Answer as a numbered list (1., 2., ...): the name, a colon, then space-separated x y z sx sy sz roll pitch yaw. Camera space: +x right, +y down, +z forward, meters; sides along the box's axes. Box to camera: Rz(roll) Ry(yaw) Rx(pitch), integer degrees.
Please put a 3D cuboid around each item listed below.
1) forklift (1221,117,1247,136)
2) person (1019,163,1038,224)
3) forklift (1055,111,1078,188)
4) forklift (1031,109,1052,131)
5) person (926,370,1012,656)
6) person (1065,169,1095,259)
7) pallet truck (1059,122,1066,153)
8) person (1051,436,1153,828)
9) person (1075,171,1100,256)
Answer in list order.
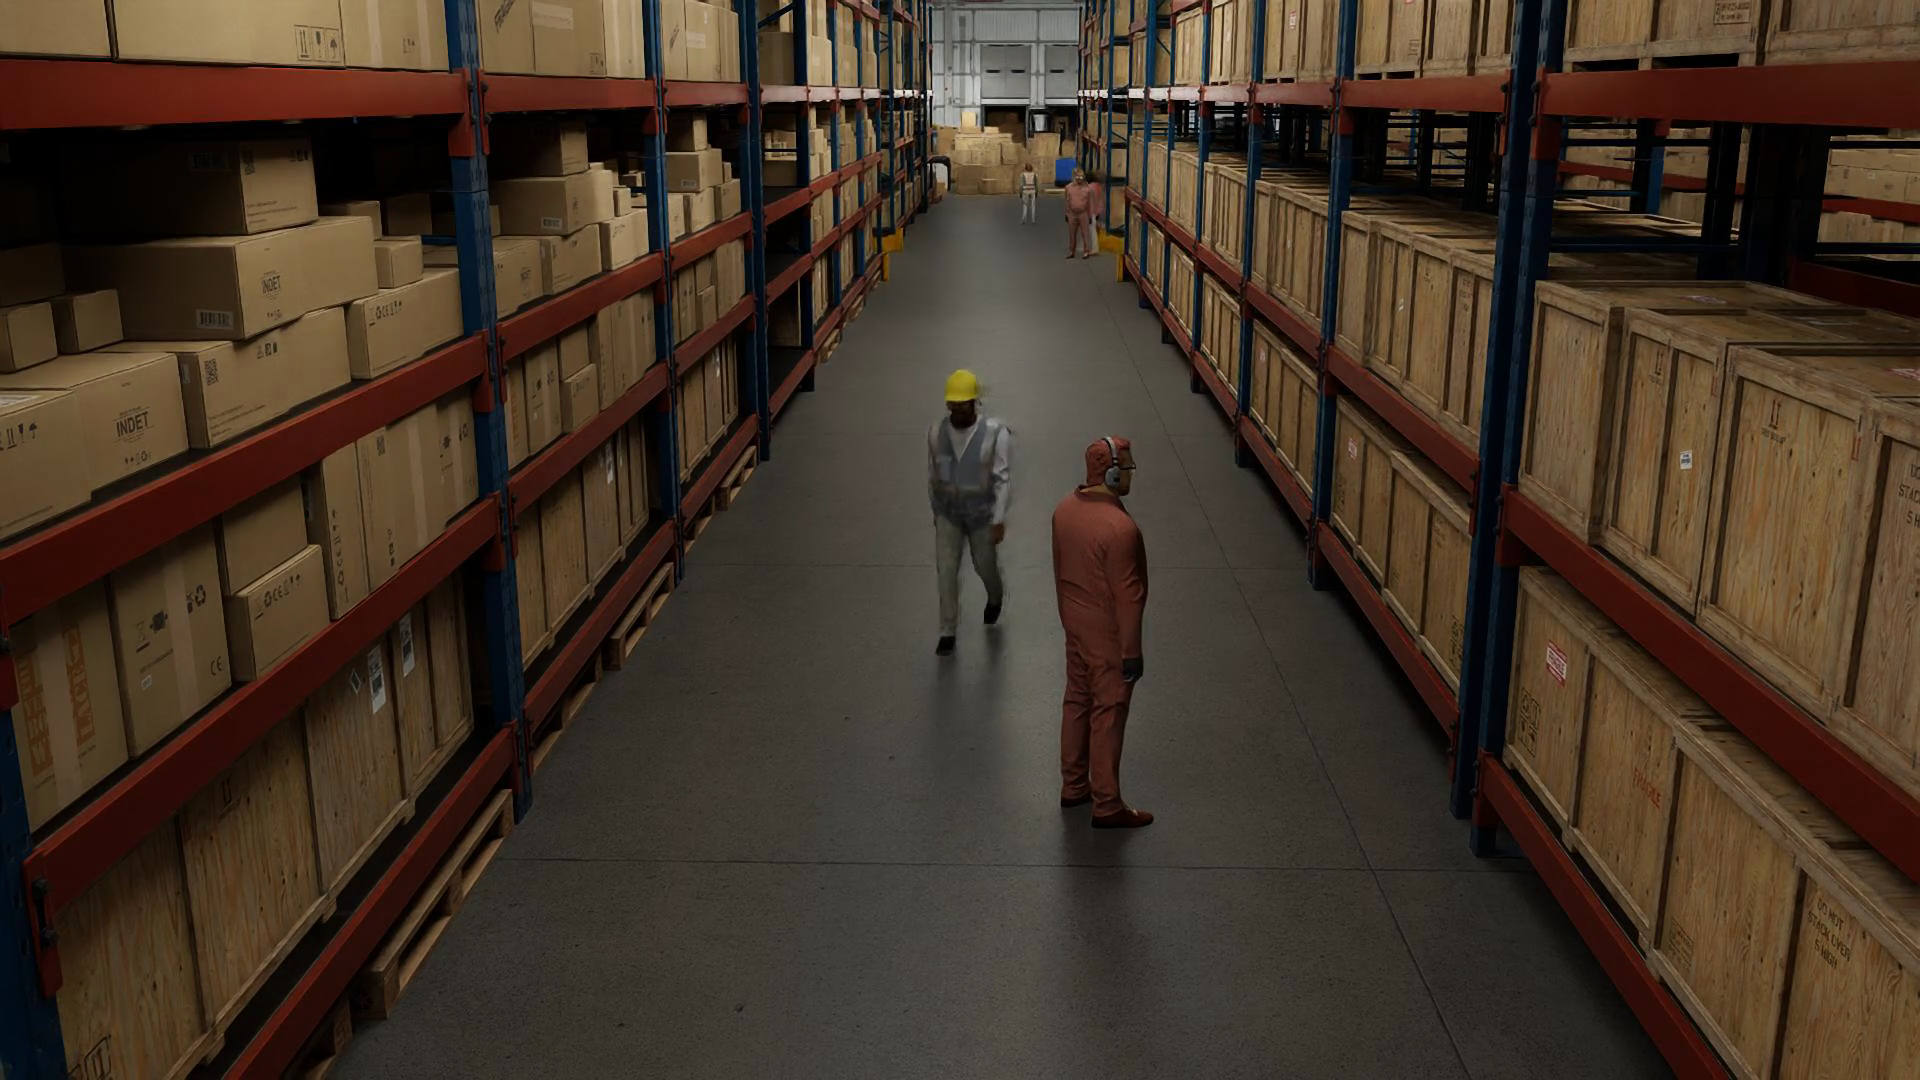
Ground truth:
1. forklift: 7.849 -10.601 47.234 1.129 2.768 1.873 0 15 2
2. person: 1.865 -9.376 45.035 0.538 1.635 0.334 -2 15 -9
3. forklift: 4.543 -14.513 61.790 1.873 2.768 1.129 4 16 15
4. forklift: 3.432 -16.803 70.309 1.129 2.768 1.873 0 15 2
5. person: 0.070 -0.212 10.626 0.589 1.808 0.759 4 16 16
6. person: 2.547 -6.956 35.554 0.637 1.900 0.396 6 16 20
7. pallet truck: 5.788 -21.111 88.014 1.885 1.965 0.823 5 16 18
8. person: 0.702 0.438 7.999 0.410 1.913 0.651 -7 17 -25
9. person: 2.723 -7.107 36.251 0.846 1.810 0.649 7 17 24
